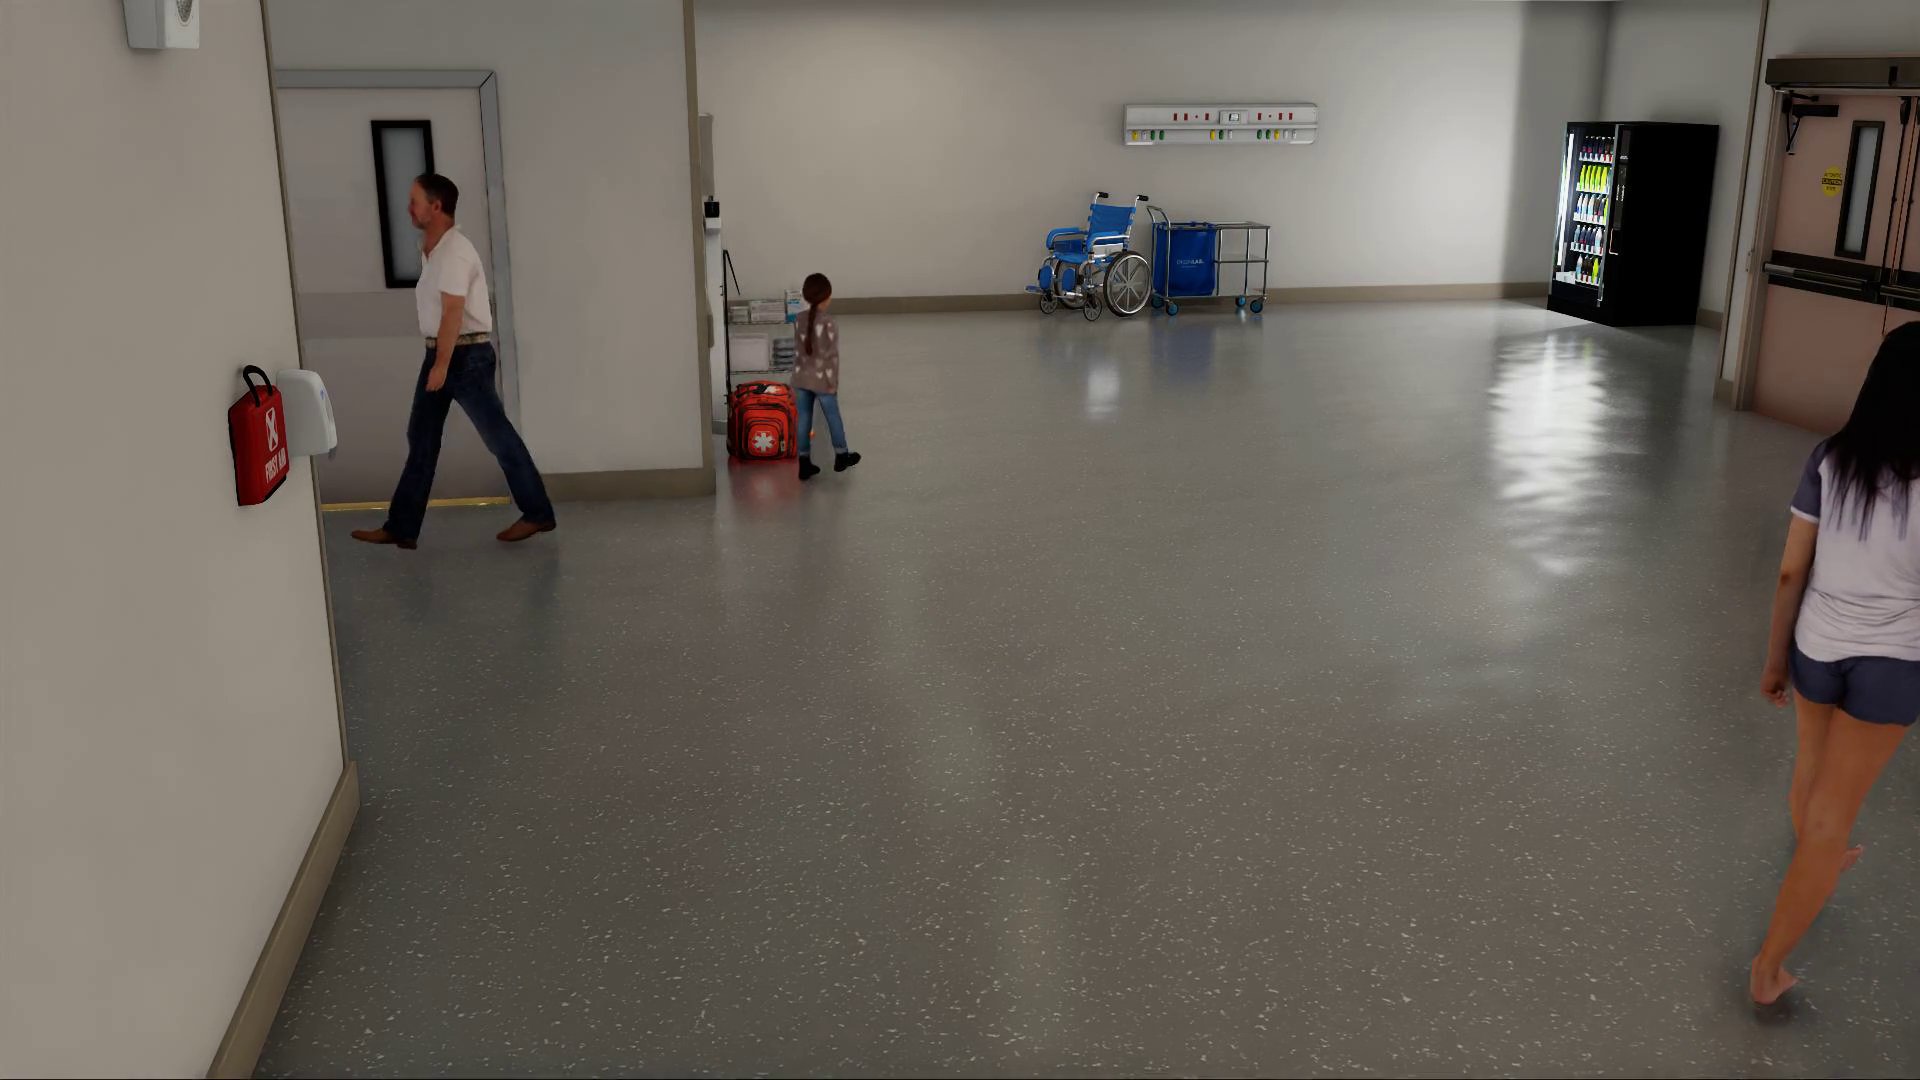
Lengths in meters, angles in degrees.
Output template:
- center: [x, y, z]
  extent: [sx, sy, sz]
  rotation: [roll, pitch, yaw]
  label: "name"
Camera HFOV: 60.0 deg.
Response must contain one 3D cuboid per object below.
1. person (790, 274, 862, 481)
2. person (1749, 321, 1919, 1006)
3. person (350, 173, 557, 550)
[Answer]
- center: [-0.866, -0.922, 9.589]
  extent: [0.672, 1.171, 0.766]
  rotation: [7, 17, 23]
  label: "person"
- center: [2.183, 0.359, 4.096]
  extent: [1.030, 1.685, 1.101]
  rotation: [-14, 21, -41]
  label: "person"
- center: [-2.326, -0.824, 8.074]
  extent: [1.075, 1.804, 1.256]
  rotation: [-10, 19, -31]
  label: "person"
